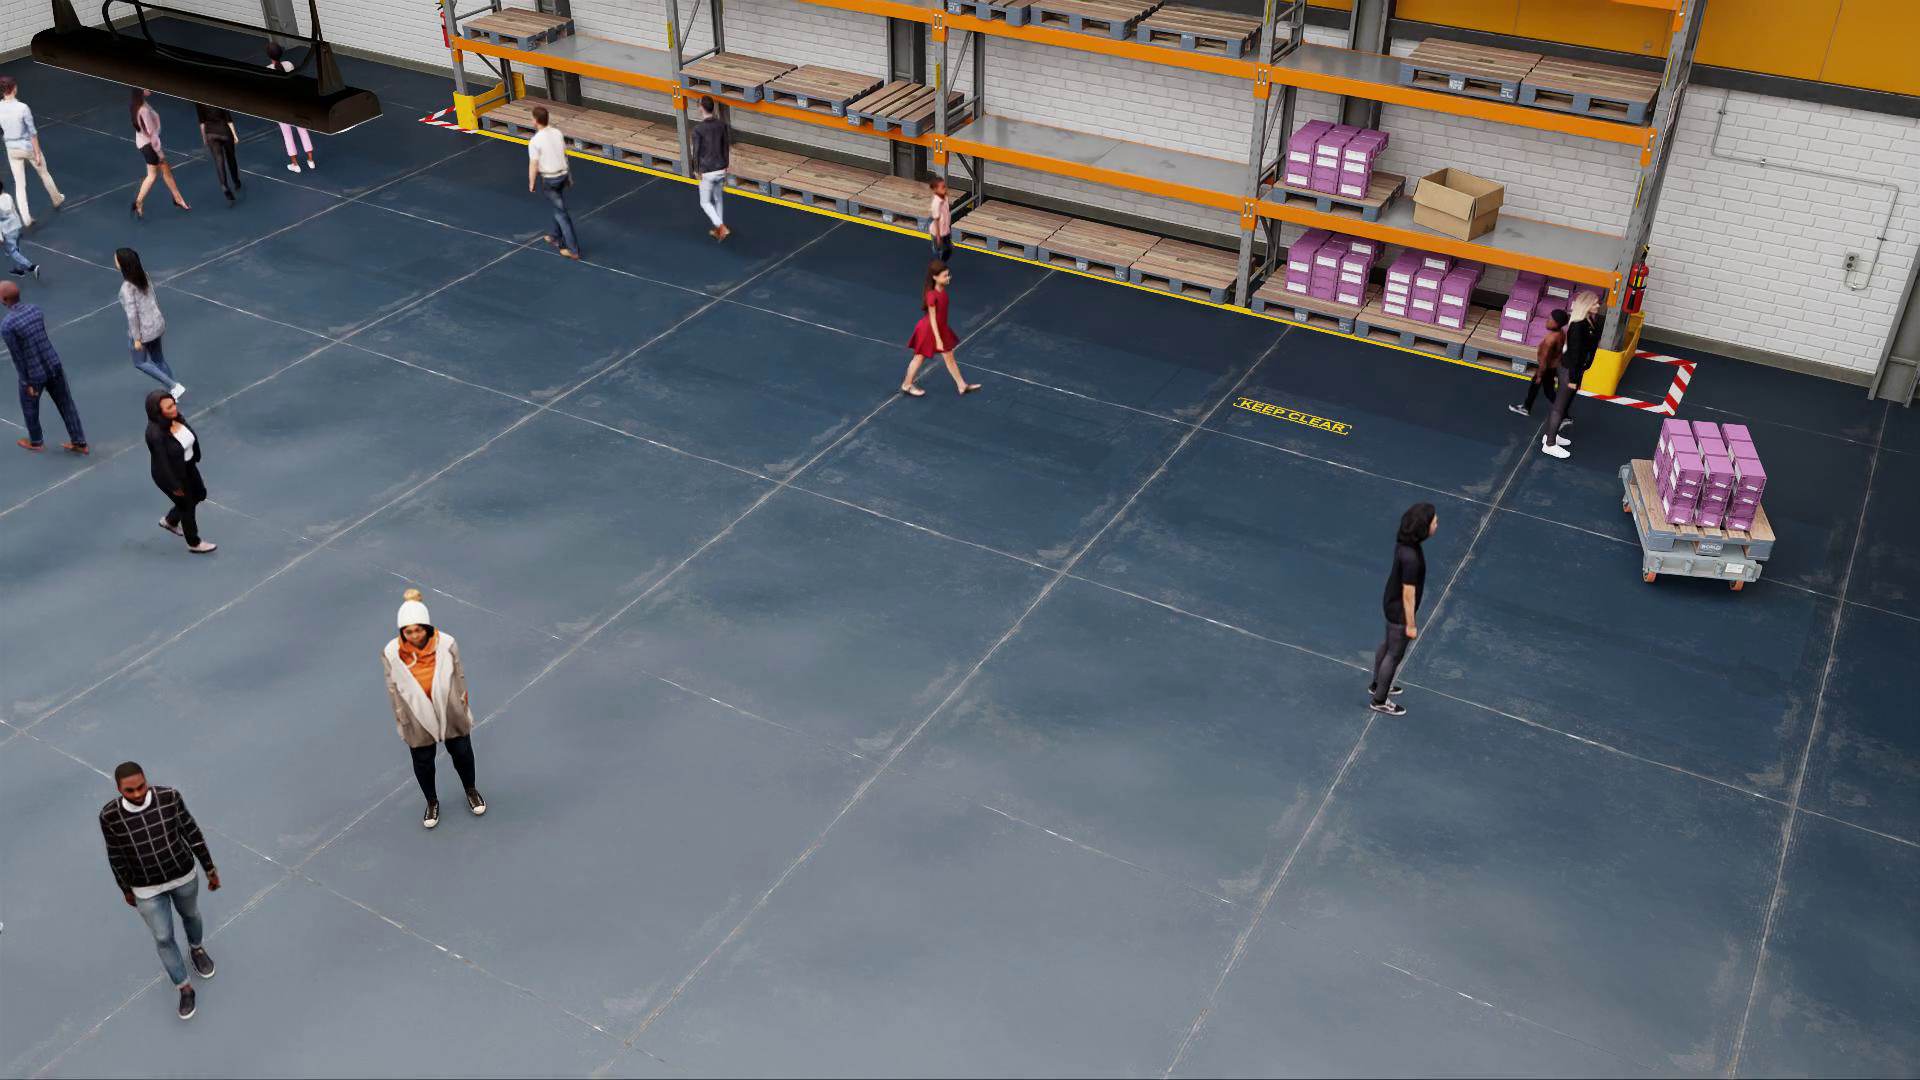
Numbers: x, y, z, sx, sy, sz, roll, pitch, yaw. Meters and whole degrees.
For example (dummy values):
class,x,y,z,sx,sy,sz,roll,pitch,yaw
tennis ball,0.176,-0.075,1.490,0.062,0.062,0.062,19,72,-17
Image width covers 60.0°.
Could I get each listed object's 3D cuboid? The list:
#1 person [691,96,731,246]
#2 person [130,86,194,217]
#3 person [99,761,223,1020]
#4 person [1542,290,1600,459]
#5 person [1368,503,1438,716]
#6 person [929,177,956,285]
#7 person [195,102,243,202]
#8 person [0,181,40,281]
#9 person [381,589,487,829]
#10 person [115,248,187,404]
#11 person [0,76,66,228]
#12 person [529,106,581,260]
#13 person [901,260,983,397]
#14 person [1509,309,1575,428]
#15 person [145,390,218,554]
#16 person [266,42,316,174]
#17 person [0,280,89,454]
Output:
class,x,y,z,sx,sy,sz,roll,pitch,yaw
person,-2.953,-4.443,20.132,0.829,1.825,0.969,-25,41,-32
person,-10.204,-4.849,20.789,0.999,1.774,1.038,-24,40,-31
person,-4.990,2.041,10.393,0.923,1.807,1.030,-19,38,-27
person,5.867,-1.620,16.011,0.571,1.685,0.630,13,36,19
person,3.354,0.493,12.700,0.648,1.831,0.687,5,34,8
person,-0.284,-3.611,19.354,0.500,1.300,0.531,14,36,20
person,-9.546,-5.168,21.419,1.021,1.607,1.120,-11,35,-16
person,-11.069,-3.618,19.413,0.820,1.246,0.571,11,35,16
person,-3.693,1.163,11.640,0.813,1.890,0.854,-13,36,-19
person,-8.102,-2.112,16.721,0.787,1.719,0.746,5,34,7
person,-11.680,-4.777,20.661,1.268,1.796,1.207,-3,34,-5
person,-4.764,-4.232,19.816,0.969,1.824,0.718,21,39,28
person,-0.354,-2.130,16.942,1.105,1.503,0.680,10,35,15
person,5.914,-1.687,16.520,0.918,1.233,0.590,22,39,29
person,-6.922,-0.581,14.522,0.925,1.603,0.840,0,34,-1
person,-8.995,-5.798,22.247,0.631,1.740,0.605,-26,42,-34
person,-8.729,-1.619,15.913,0.984,1.792,0.719,13,36,19
